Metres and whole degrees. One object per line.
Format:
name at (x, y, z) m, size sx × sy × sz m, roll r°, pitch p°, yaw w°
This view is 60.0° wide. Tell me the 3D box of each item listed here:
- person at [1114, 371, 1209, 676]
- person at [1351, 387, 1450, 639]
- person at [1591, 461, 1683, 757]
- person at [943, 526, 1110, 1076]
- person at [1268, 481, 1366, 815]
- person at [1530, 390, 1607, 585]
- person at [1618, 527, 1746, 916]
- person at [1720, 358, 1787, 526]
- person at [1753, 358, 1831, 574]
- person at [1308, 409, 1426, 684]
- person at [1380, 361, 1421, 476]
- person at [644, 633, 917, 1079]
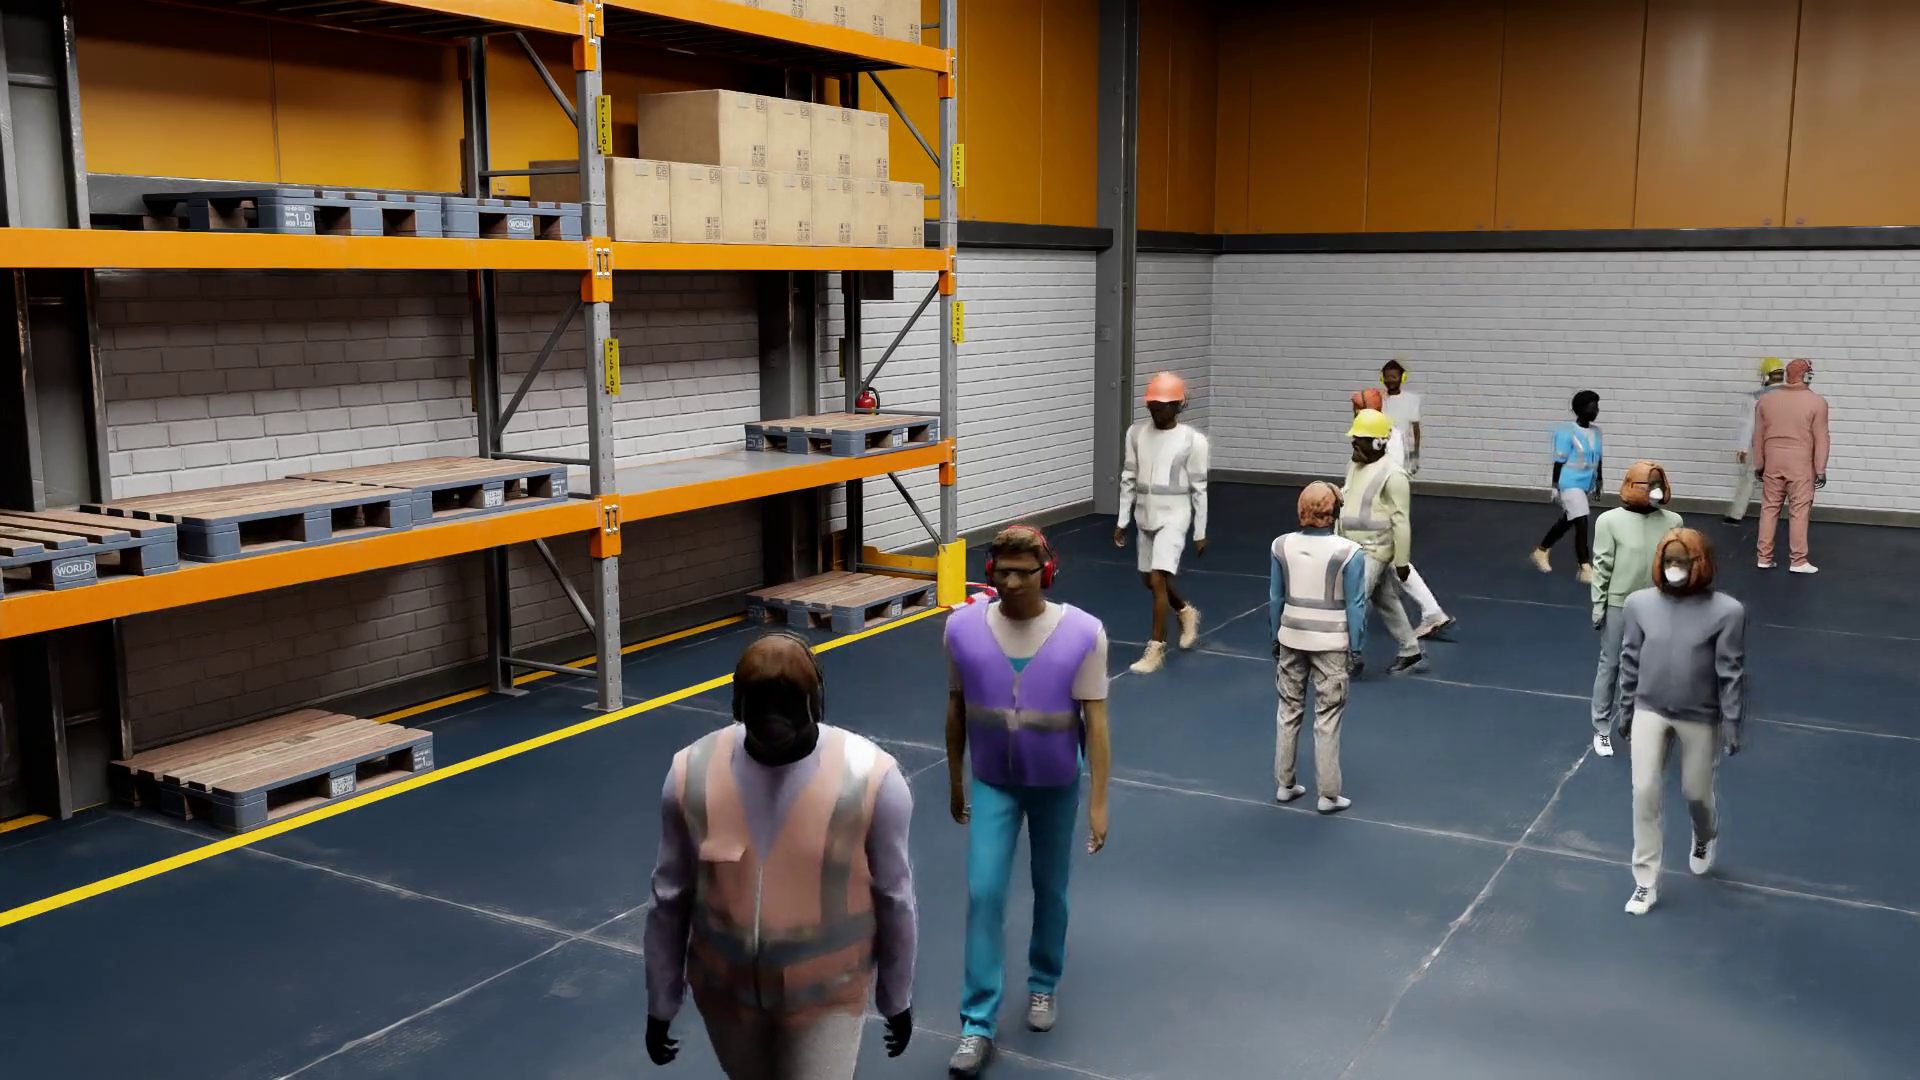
person at (1.415, -0.143, 11.216) m, size 0.613 × 2.011 × 0.909 m, roll 8°, pitch 12°, yaw 40°
person at (3.102, -0.189, 12.066) m, size 0.958 × 1.838 × 0.650 m, roll 8°, pitch 12°, yaw 41°
person at (3.710, 0.376, 9.134) m, size 0.507 × 1.636 × 0.277 m, roll -1°, pitch 9°, yaw -5°
person at (0.210, 0.858, 5.573) m, size 0.592 × 1.807 × 0.860 m, roll 2°, pitch 9°, yaw 11°
person at (1.747, 0.528, 8.196) m, size 0.520 × 1.638 × 0.320 m, roll 8°, pitch 12°, yaw 41°
person at (5.295, -0.480, 14.418) m, size 0.532 × 1.664 × 0.843 m, roll -6°, pitch 11°, yaw -33°
person at (3.041, 0.728, 7.014) m, size 0.507 × 1.605 × 0.714 m, roll 7°, pitch 11°, yaw 36°
person at (8.414, -0.997, 17.309) m, size 0.745 × 1.782 × 0.521 m, roll 1°, pitch 9°, yaw 3°
person at (7.381, -0.658, 14.754) m, size 0.402 × 1.904 × 0.652 m, roll -7°, pitch 11°, yaw -37°
person at (2.674, 0.039, 10.797) m, size 0.946 × 1.790 × 0.585 m, roll -2°, pitch 9°, yaw -11°
person at (4.151, -0.802, 15.934) m, size 0.516 × 1.819 × 0.991 m, roll 3°, pitch 10°, yaw 20°
person at (-0.457, 1.116, 4.025) m, size 0.653 × 1.790 × 0.941 m, roll 2°, pitch 9°, yaw 11°
